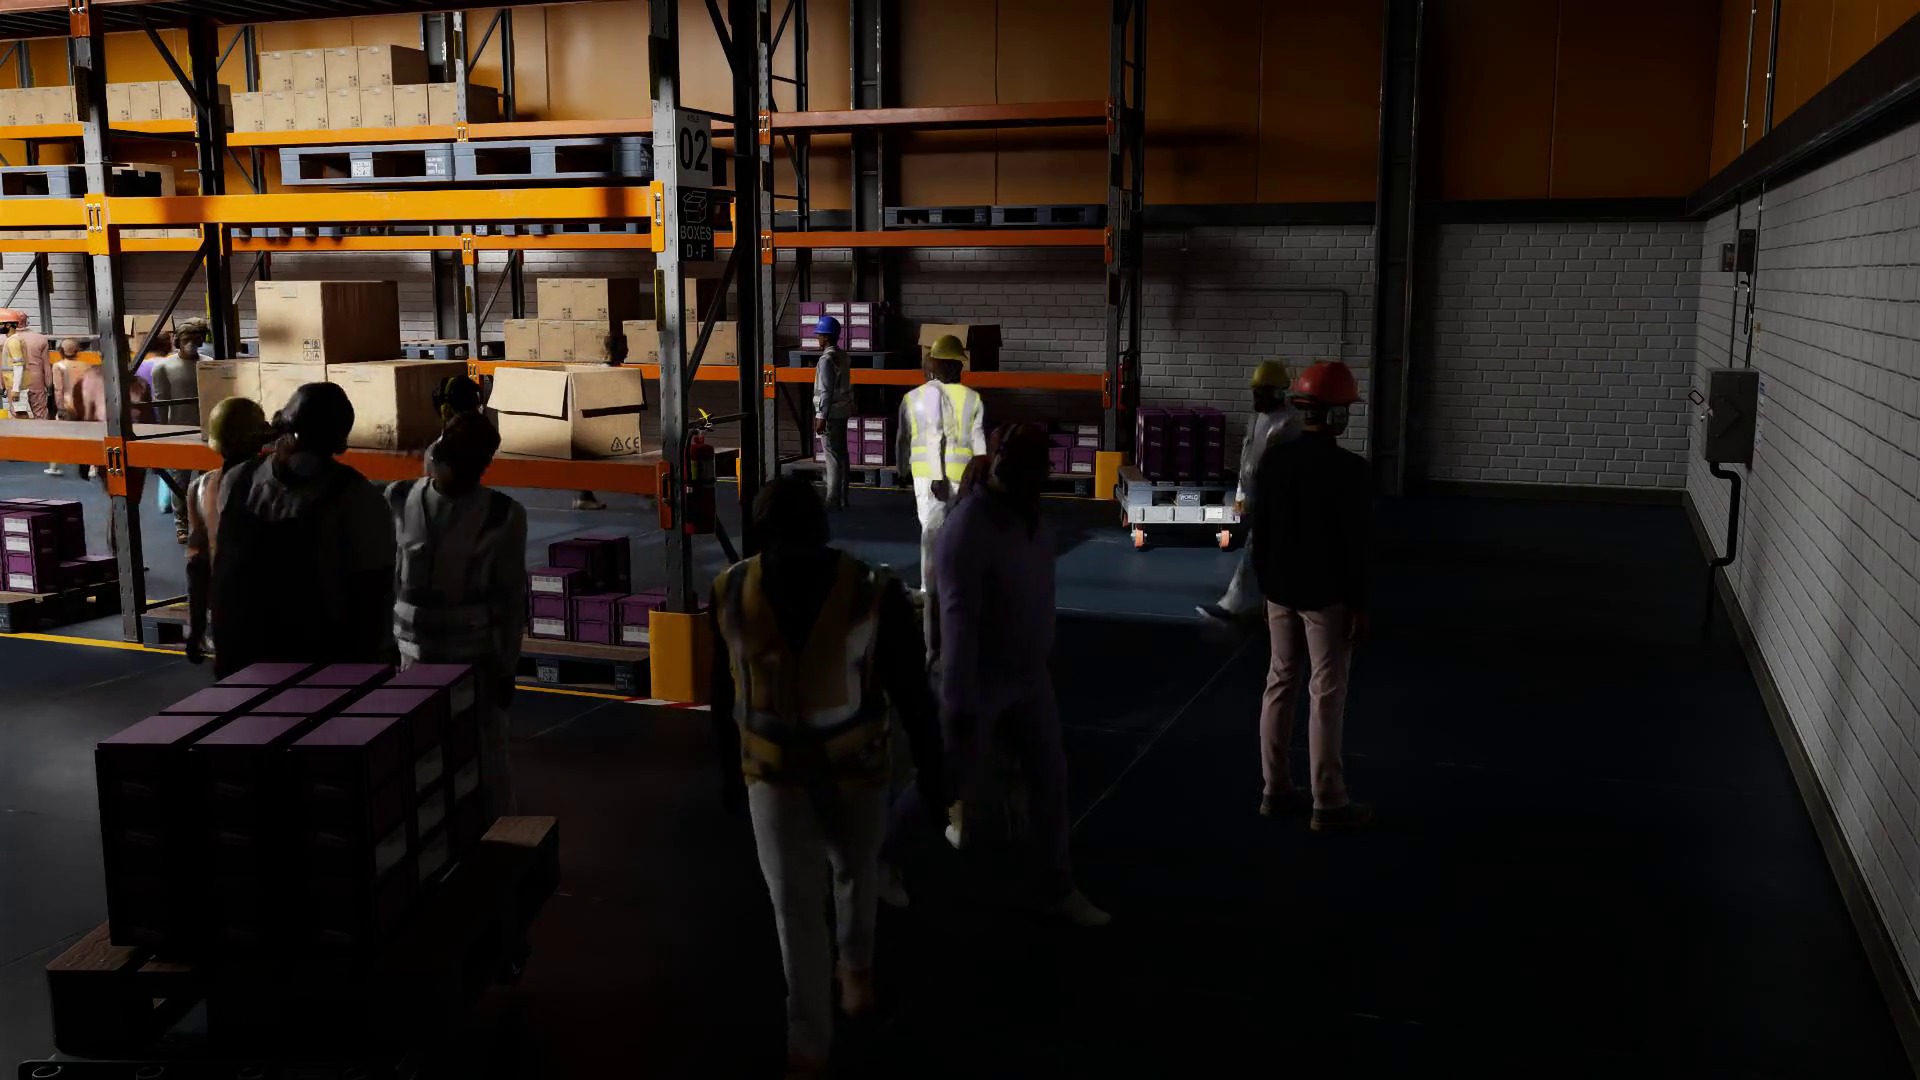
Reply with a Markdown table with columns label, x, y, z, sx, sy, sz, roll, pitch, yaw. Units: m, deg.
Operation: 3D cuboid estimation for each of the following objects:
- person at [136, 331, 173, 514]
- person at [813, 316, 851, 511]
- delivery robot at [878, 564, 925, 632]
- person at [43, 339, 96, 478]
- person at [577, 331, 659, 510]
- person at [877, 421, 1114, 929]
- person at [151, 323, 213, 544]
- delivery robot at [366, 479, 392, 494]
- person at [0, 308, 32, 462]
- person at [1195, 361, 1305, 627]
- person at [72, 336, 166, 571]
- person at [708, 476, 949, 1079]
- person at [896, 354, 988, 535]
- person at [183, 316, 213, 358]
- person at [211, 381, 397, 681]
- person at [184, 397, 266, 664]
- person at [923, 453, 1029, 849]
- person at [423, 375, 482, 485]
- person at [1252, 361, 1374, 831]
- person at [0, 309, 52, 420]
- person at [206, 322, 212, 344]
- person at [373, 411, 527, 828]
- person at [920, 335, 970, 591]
| label | x | y | z | sx | sy | sz | roll | pitch | yaw |
| --- | --- | --- | --- | --- | --- | --- | --- | --- | --- |
| person | -7.919 | -1.190 | 16.678 | 0.575 | 1.803 | 0.839 | 1 | 9 | 5 |
| person | -1.280 | -1.259 | 16.653 | 0.385 | 1.948 | 0.603 | 2 | 9 | 13 |
| delivery robot | -0.488 | 0.392 | 10.356 | 0.477 | 0.478 | 0.707 | -7 | 11 | -36 |
| person | -10.376 | -1.523 | 19.348 | 0.740 | 1.611 | 0.521 | 4 | 10 | 25 |
| person | -3.419 | -1.180 | 16.631 | 0.990 | 1.792 | 0.531 | 1 | 9 | 6 |
| person | 0.064 | 0.475 | 6.064 | 0.957 | 1.858 | 0.666 | 6 | 11 | 34 |
| person | -6.772 | -0.944 | 14.704 | 0.631 | 1.939 | 0.370 | -8 | 12 | -43 |
| delivery robot | -6.084 | -0.635 | 16.804 | 0.707 | 0.478 | 0.477 | 6 | 11 | 32 |
| person | -11.954 | -1.952 | 21.038 | 0.375 | 1.939 | 0.546 | -4 | 10 | -26 |
| person | 2.018 | -0.307 | 11.179 | 0.913 | 1.780 | 0.617 | -2 | 9 | -15 |
| person | -6.558 | -0.666 | 13.100 | 0.540 | 1.887 | 0.679 | 4 | 10 | 23 |
| person | -0.397 | 0.688 | 4.986 | 0.724 | 1.783 | 0.984 | 1 | 9 | 4 |
| person | -0.142 | -0.502 | 12.364 | 0.654 | 1.791 | 0.931 | -1 | 9 | -7 |
| person | -7.747 | -1.314 | 17.030 | 0.371 | 1.940 | 0.630 | -2 | 9 | -10 |
| person | -2.400 | 0.390 | 6.011 | 0.776 | 2.000 | 0.534 | 3 | 10 | 18 |
| person | -2.976 | 0.307 | 7.092 | 0.591 | 1.868 | 0.992 | 3 | 9 | 17 |
| person | 0.102 | 0.460 | 6.841 | 0.507 | 1.632 | 0.268 | 0 | 9 | -1 |
| person | -2.466 | 0.123 | 8.223 | 0.311 | 1.869 | 0.533 | -1 | 9 | -6 |
| person | 1.524 | 0.234 | 7.135 | 0.395 | 1.994 | 0.612 | -7 | 11 | -36 |
| person | -12.177 | -2.038 | 21.664 | 0.643 | 1.913 | 0.410 | -6 | 11 | -34 |
| person | -8.567 | -1.606 | 19.203 | 0.918 | 1.836 | 0.530 | 6 | 11 | 34 |
| person | -1.977 | 0.429 | 6.380 | 0.684 | 1.854 | 0.346 | 1 | 9 | 7 |
| person | -0.112 | -0.535 | 12.174 | 0.384 | 1.925 | 0.593 | 1 | 9 | 9 |
